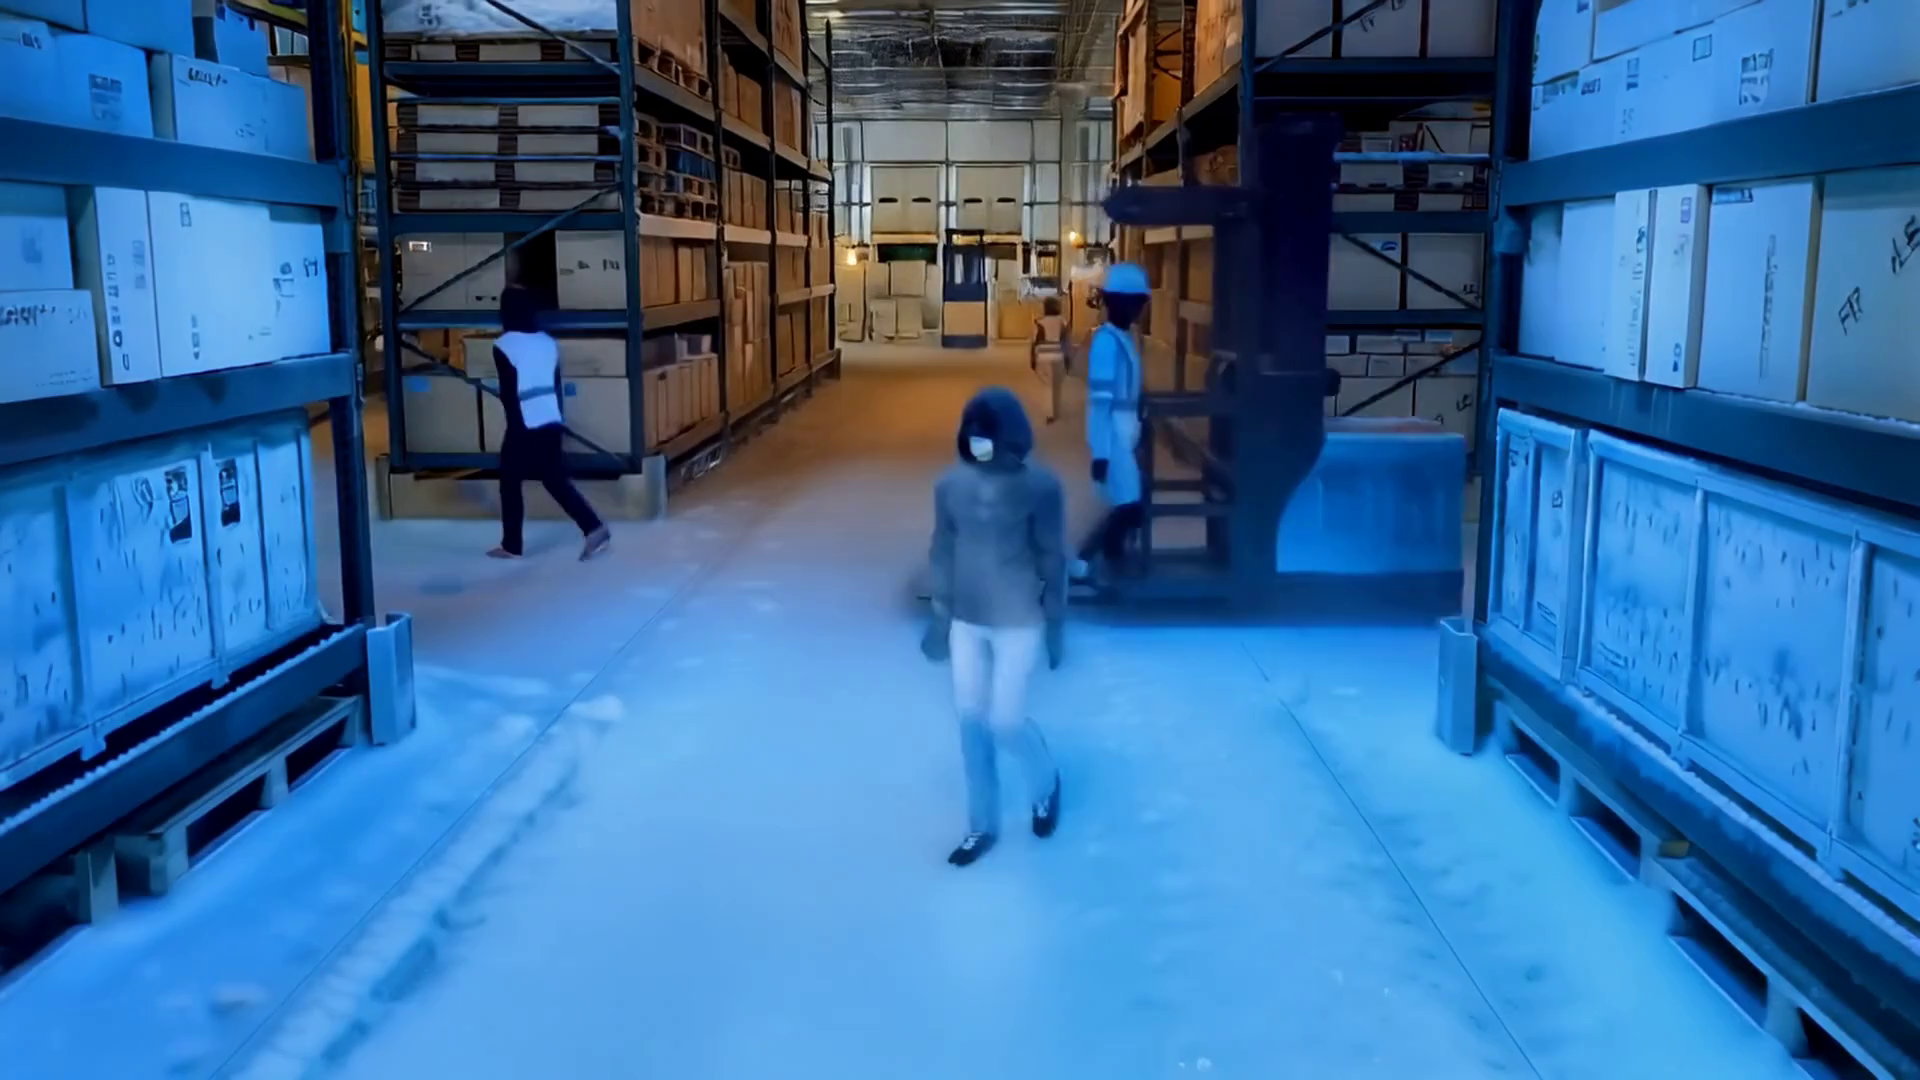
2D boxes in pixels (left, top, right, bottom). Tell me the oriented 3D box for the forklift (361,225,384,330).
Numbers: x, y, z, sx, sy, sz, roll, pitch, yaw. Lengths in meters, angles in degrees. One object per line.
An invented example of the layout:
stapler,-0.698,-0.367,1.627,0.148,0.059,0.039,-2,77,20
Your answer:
forklift,-13.158,-5.496,36.485,1.129,2.768,1.873,0,9,1

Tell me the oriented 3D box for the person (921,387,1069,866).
person,0.131,0.294,5.588,0.506,1.623,0.404,6,11,32

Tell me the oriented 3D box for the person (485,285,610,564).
person,-2.808,-0.763,11.151,0.908,1.885,0.597,5,11,26

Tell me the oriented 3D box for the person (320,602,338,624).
person,-3.301,-0.073,7.832,0.861,1.596,0.504,0,9,2

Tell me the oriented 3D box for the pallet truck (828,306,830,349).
pallet truck,-3.100,-3.940,29.800,1.885,1.965,0.823,3,10,19

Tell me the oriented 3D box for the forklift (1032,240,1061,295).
forklift,3.172,-9.648,61.356,1.129,2.768,1.873,0,9,1

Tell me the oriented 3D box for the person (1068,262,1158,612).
person,0.870,-0.567,9.516,0.502,2.024,0.610,2,10,10

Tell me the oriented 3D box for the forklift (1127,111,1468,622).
forklift,1.885,-0.997,9.536,1.873,2.768,1.129,0,9,1

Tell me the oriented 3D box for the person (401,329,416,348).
person,-11.419,-4.672,34.744,0.857,1.827,0.561,6,11,31

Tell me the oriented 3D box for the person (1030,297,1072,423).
person,1.157,-2.279,21.067,0.520,1.597,0.858,0,9,0

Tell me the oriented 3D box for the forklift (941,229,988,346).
forklift,0.124,-6.117,40.203,1.129,2.768,1.873,0,9,1
